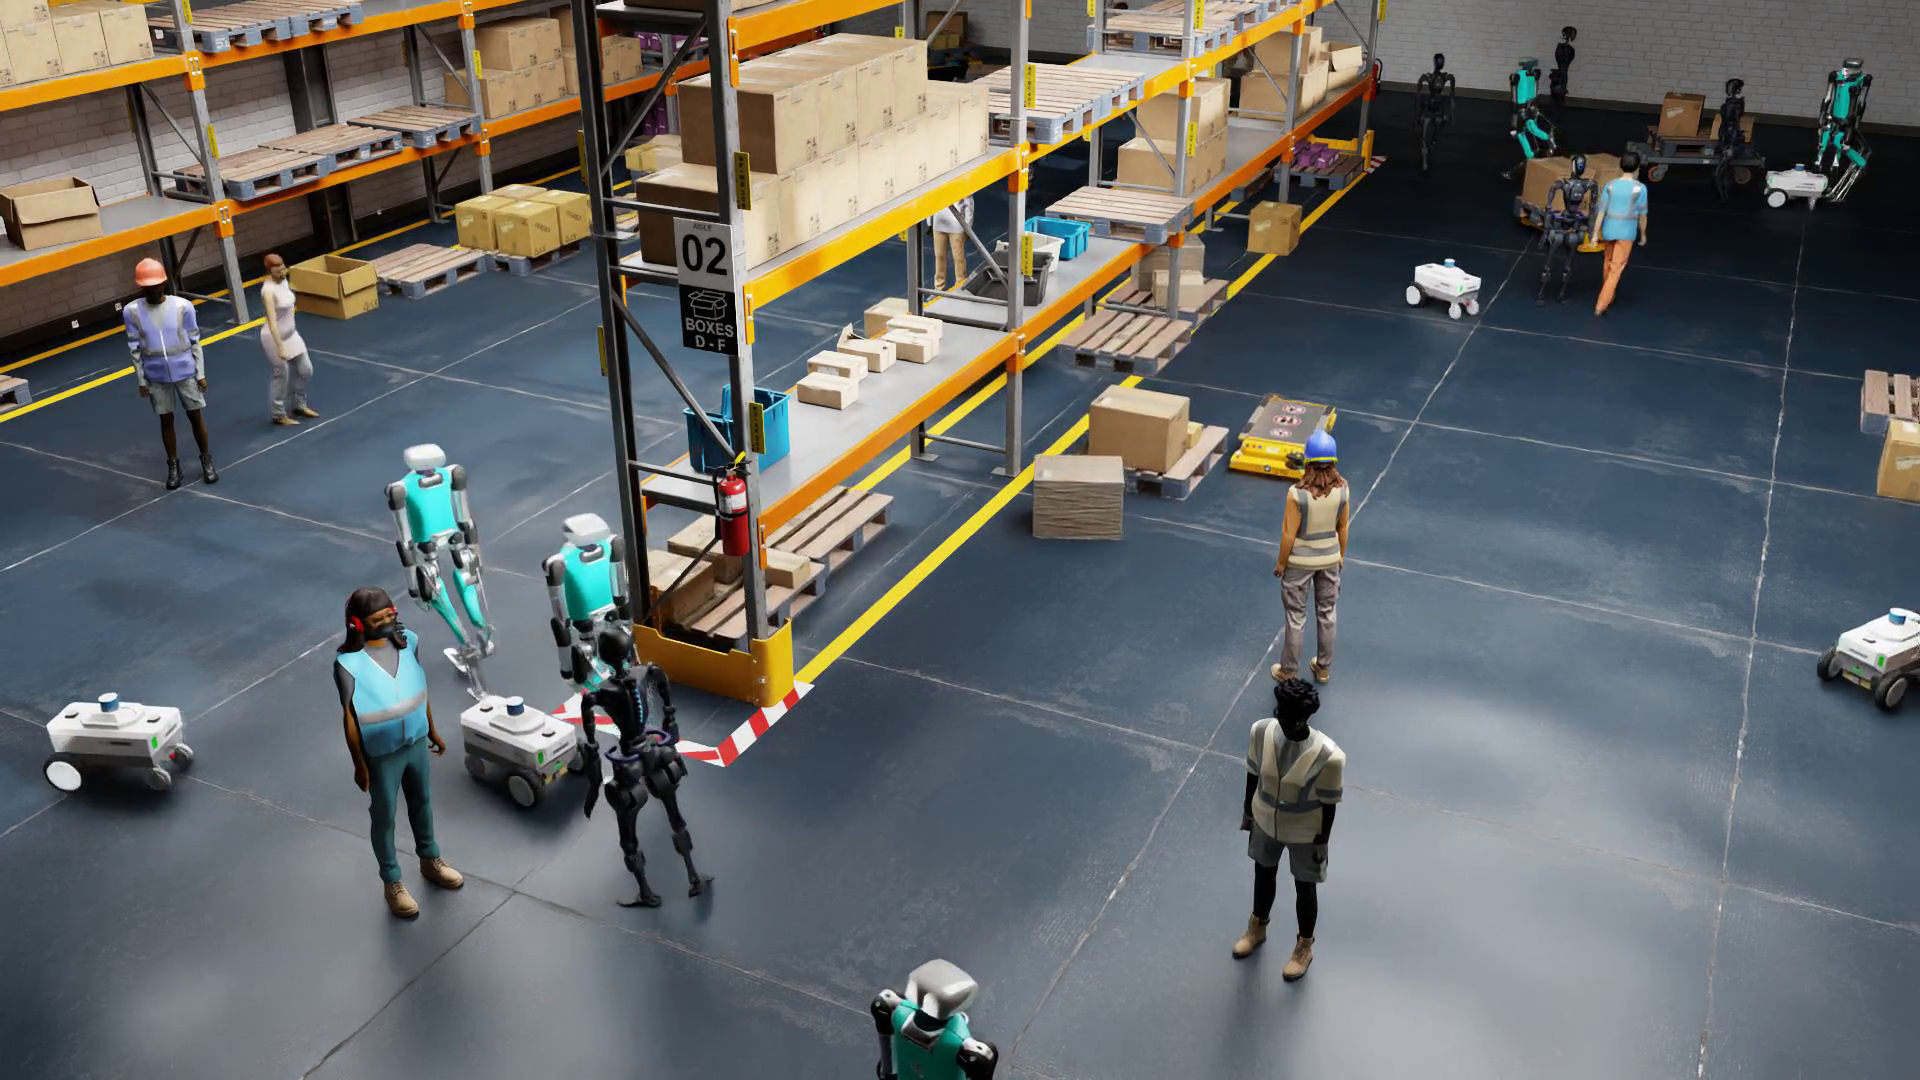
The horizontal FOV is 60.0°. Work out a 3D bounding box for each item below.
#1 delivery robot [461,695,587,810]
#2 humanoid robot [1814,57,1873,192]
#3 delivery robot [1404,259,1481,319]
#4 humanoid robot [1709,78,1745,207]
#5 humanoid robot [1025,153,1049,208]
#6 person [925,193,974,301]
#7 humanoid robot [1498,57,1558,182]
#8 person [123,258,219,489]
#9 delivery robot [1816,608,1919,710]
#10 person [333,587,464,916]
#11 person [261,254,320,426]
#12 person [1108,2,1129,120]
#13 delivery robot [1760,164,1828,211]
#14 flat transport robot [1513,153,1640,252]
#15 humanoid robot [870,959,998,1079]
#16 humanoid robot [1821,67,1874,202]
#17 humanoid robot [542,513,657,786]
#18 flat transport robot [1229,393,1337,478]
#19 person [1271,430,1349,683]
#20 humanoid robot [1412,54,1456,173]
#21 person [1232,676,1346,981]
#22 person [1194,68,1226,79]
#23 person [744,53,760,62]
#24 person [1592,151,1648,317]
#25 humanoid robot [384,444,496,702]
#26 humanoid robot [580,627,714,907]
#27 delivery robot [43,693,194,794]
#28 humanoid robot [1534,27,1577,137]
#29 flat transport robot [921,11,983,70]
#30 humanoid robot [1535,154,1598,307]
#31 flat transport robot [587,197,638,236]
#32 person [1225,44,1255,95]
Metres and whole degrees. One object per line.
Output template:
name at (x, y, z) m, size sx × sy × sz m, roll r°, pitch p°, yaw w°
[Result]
delivery robot at (-2.614, 1.236, 9.981) m, size 0.791 × 0.614 × 0.499 m, roll 16°, pitch 30°, yaw 28°
humanoid robot at (11.718, -5.499, 22.239) m, size 0.539 × 1.792 × 0.659 m, roll 17°, pitch 31°, yaw 31°
delivery robot at (5.246, -2.745, 18.005) m, size 0.499 × 0.599 × 0.784 m, roll -16°, pitch 31°, yaw -29°
humanoid robot at (9.999, -5.161, 21.618) m, size 0.346 × 1.644 × 0.589 m, roll 2°, pitch 26°, yaw 3°
humanoid robot at (0.938, -5.165, 21.633) m, size 0.494 × 1.640 × 0.608 m, roll -23°, pitch 34°, yaw -38°
person at (-0.128, -3.422, 18.016) m, size 0.571 × 1.750 × 0.331 m, roll 13°, pitch 29°, yaw 24°
humanoid robot at (7.786, -5.580, 22.452) m, size 0.555 × 1.753 × 1.049 m, roll -16°, pitch 31°, yaw -30°
person at (-6.481, -1.369, 13.661) m, size 0.544 × 1.941 × 0.348 m, roll -10°, pitch 28°, yaw -20°
delivery robot at (6.094, 0.750, 10.963) m, size 0.790 × 0.614 × 0.499 m, roll -14°, pitch 30°, yaw -27°
person at (-2.989, 1.092, 8.773) m, size 0.391 × 1.866 × 0.519 m, roll 18°, pitch 32°, yaw 33°
person at (-6.068, -1.773, 14.817) m, size 0.466 × 1.623 × 0.458 m, roll 4°, pitch 27°, yaw 8°
person at (2.502, -7.633, 26.457) m, size 0.522 × 1.817 × 0.589 m, roll -3°, pitch 27°, yaw -7°
delivery robot at (10.913, -4.623, 21.816) m, size 0.785 × 0.614 × 0.510 m, roll 7°, pitch 27°, yaw 14°
flat transport robot at (7.599, -3.837, 20.528) m, size 0.659 × 0.231 × 1.431 m, roll -6°, pitch 27°, yaw -12°
humanoid robot at (0.052, 2.320, 6.562) m, size 0.546 × 1.893 × 0.779 m, roll 18°, pitch 32°, yaw 32°
humanoid robot at (11.679, -5.289, 21.709) m, size 0.712 × 1.707 × 0.530 m, roll 0°, pitch 26°, yaw 1°
humanoid robot at (-1.975, 0.745, 9.626) m, size 0.696 × 1.805 × 0.543 m, roll 22°, pitch 34°, yaw 37°
flat transport robot at (2.863, -0.922, 14.641) m, size 0.659 × 0.231 × 1.431 m, roll 10°, pitch 28°, yaw 19°
person at (2.274, 0.132, 10.809) m, size 0.463 × 1.777 × 0.326 m, roll -6°, pitch 27°, yaw -11°
humanoid robot at (6.660, -5.969, 23.287) m, size 0.606 × 1.626 × 0.758 m, roll 0°, pitch 26°, yaw 0°
person at (1.635, 1.420, 8.307) m, size 0.533 × 1.691 × 0.319 m, roll 19°, pitch 32°, yaw 34°
person at (3.287, -5.674, 22.409) m, size 0.667 × 1.889 × 0.464 m, roll 15°, pitch 30°, yaw 27°
person at (-2.693, -5.620, 22.380) m, size 0.596 × 1.831 × 0.581 m, roll 19°, pitch 32°, yaw 33°
person at (7.028, -3.268, 17.737) m, size 0.480 × 1.727 × 0.852 m, roll 24°, pitch 35°, yaw 39°
humanoid robot at (-3.193, 0.281, 10.561) m, size 0.538 × 1.749 × 0.940 m, roll -24°, pitch 35°, yaw -39°
humanoid robot at (-1.651, 1.229, 8.716) m, size 0.605 × 1.647 × 0.472 m, roll -23°, pitch 34°, yaw -38°
delivery robot at (-5.068, 1.197, 10.026) m, size 0.758 × 0.583 × 0.499 m, roll 2°, pitch 26°, yaw 5°
humanoid robot at (9.147, -6.938, 25.220) m, size 0.646 × 1.636 × 0.593 m, roll 4°, pitch 27°, yaw 8°
flat transport robot at (-0.365, -8.816, 30.585) m, size 1.431 × 0.231 × 0.659 m, roll -13°, pitch 29°, yaw -25°
humanoid robot at (6.542, -3.332, 17.905) m, size 0.599 × 1.657 × 0.315 m, roll 0°, pitch 26°, yaw 0°
flat transport robot at (-4.244, -4.120, 21.101) m, size 1.431 × 0.231 × 0.659 m, roll -20°, pitch 33°, yaw -35°
person at (4.794, -8.394, 27.917) m, size 1.015 × 1.880 × 0.527 m, roll 18°, pitch 31°, yaw 32°
